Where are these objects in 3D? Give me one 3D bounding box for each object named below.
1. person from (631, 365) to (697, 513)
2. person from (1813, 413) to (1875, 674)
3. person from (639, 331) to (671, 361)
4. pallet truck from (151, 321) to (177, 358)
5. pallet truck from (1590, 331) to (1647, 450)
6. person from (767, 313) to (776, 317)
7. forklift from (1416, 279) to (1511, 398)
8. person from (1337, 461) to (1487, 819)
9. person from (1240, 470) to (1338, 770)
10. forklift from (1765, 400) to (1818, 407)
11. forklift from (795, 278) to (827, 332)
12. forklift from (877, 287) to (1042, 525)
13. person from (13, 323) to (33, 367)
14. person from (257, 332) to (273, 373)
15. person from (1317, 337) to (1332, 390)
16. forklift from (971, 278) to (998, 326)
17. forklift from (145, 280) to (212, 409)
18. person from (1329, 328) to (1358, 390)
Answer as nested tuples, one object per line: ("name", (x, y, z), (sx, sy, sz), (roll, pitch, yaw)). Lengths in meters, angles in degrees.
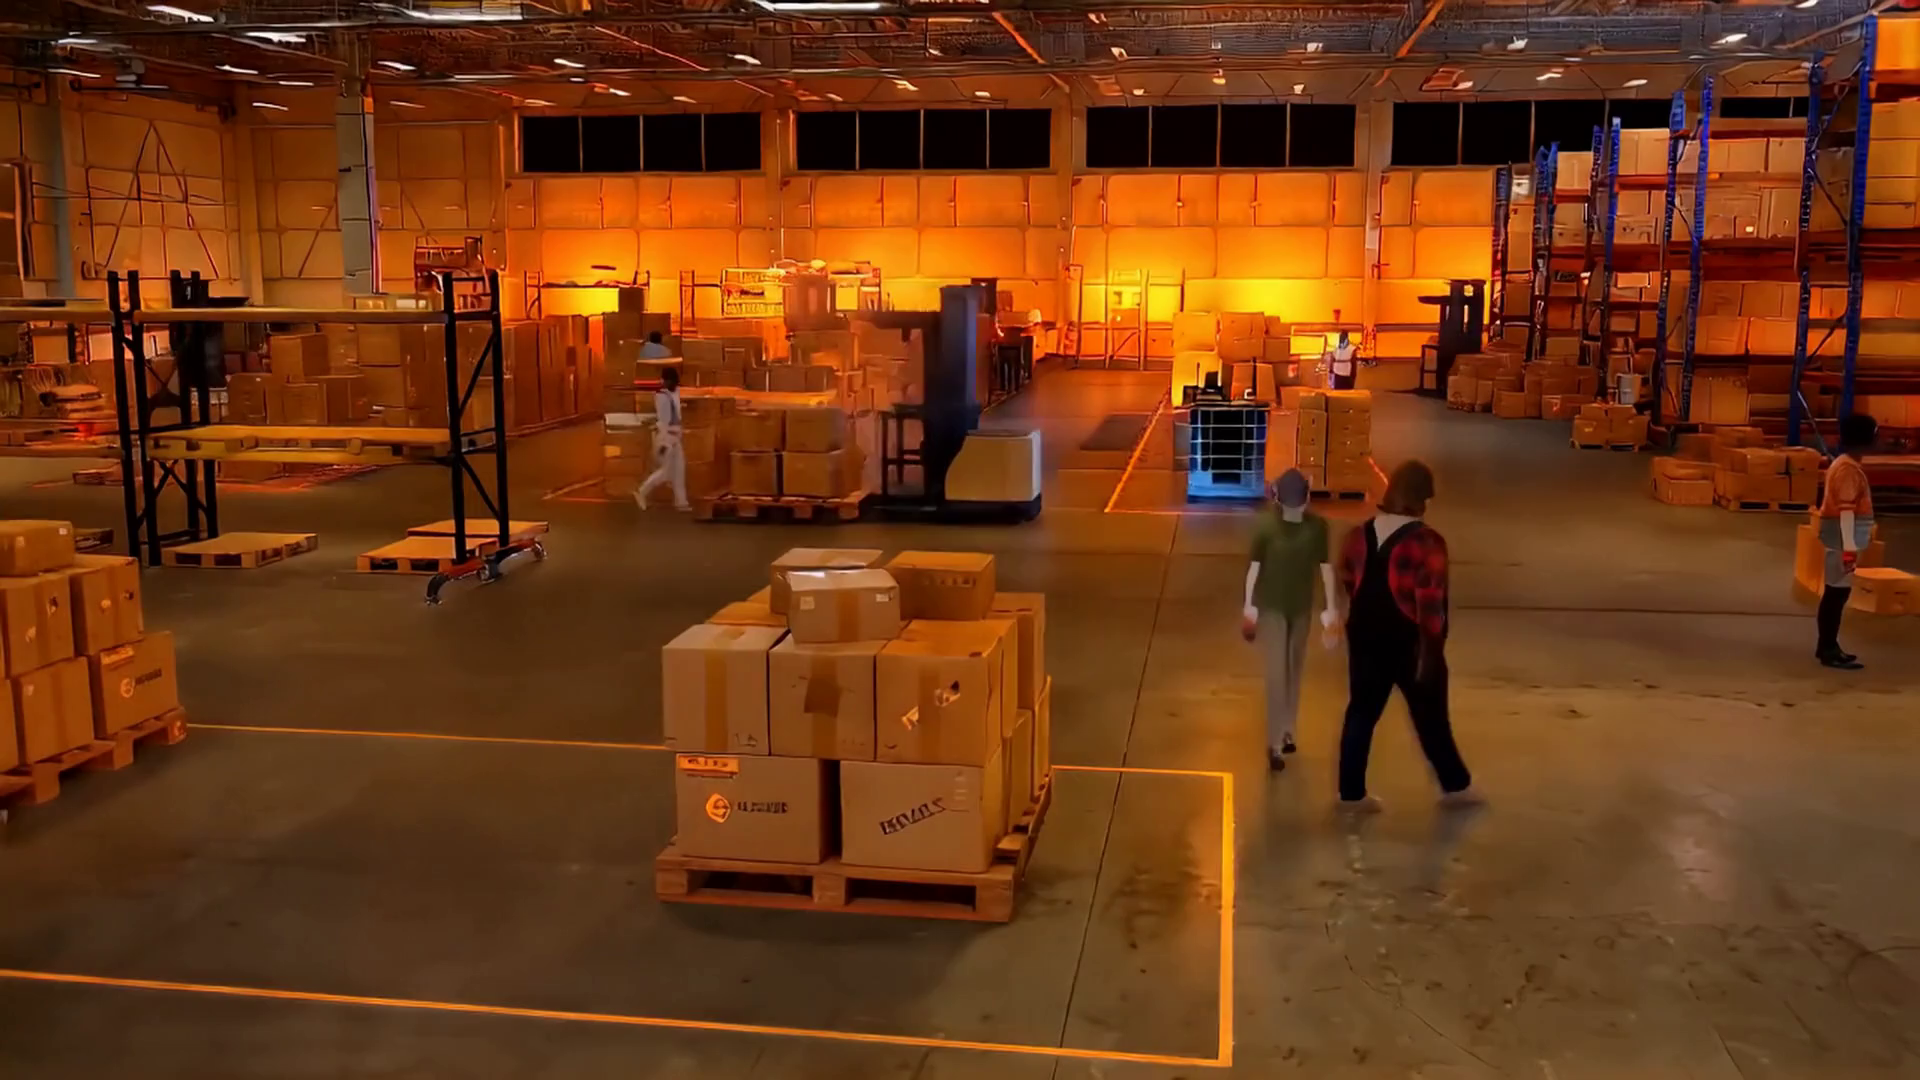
("person", (-3.701, -1.248, 20.762), (0.742, 1.866, 0.582), (1, 9, 6))
("person", (6.729, 0.015, 12.632), (0.362, 1.966, 0.611), (4, 10, 21))
("person", (-5.771, -3.018, 31.607), (0.658, 1.889, 1.019), (3, 10, 19))
("pallet truck", (-21.869, -5.598, 47.154), (0.823, 1.965, 1.885), (4, 10, 26))
("pallet truck", (11.253, -2.573, 28.499), (0.823, 1.965, 1.885), (5, 10, 27))
("person", (-5.025, -5.150, 44.745), (0.977, 1.890, 0.558), (-1, 9, -9))
("forklift", (11.839, -4.691, 38.846), (1.129, 2.768, 1.873), (-7, 11, -35))
("person", (2.511, 0.522, 9.277), (0.990, 2.000, 0.700), (-7, 11, -36))
("person", (2.018, 0.488, 10.155), (0.559, 1.823, 0.957), (1, 9, 4))
("forklift", (18.244, -4.397, 37.033), (1.873, 2.768, 1.129), (1, 9, 9))
("forklift", (-3.822, -5.321, 42.732), (1.873, 2.768, 1.129), (-9, 13, -43))
("forklift", (0.016, -1.641, 20.035), (1.873, 2.768, 1.129), (1, 9, 9))
("person", (-19.500, -3.552, 34.729), (0.363, 1.935, 0.551), (-2, 9, -13))
("person", (-16.129, -4.048, 38.856), (0.525, 1.585, 0.894), (-1, 9, -9))
("person", (7.663, -3.433, 34.897), (0.314, 1.642, 0.514), (-1, 9, -7))
("forklift", (0.688, -6.000, 46.917), (1.873, 2.768, 1.129), (-6, 11, -31))
("forklift", (-16.778, -4.294, 36.399), (1.873, 2.768, 1.129), (1, 9, 9))
("person", (7.580, -3.234, 32.861), (0.387, 1.910, 0.592), (-9, 13, -42))
